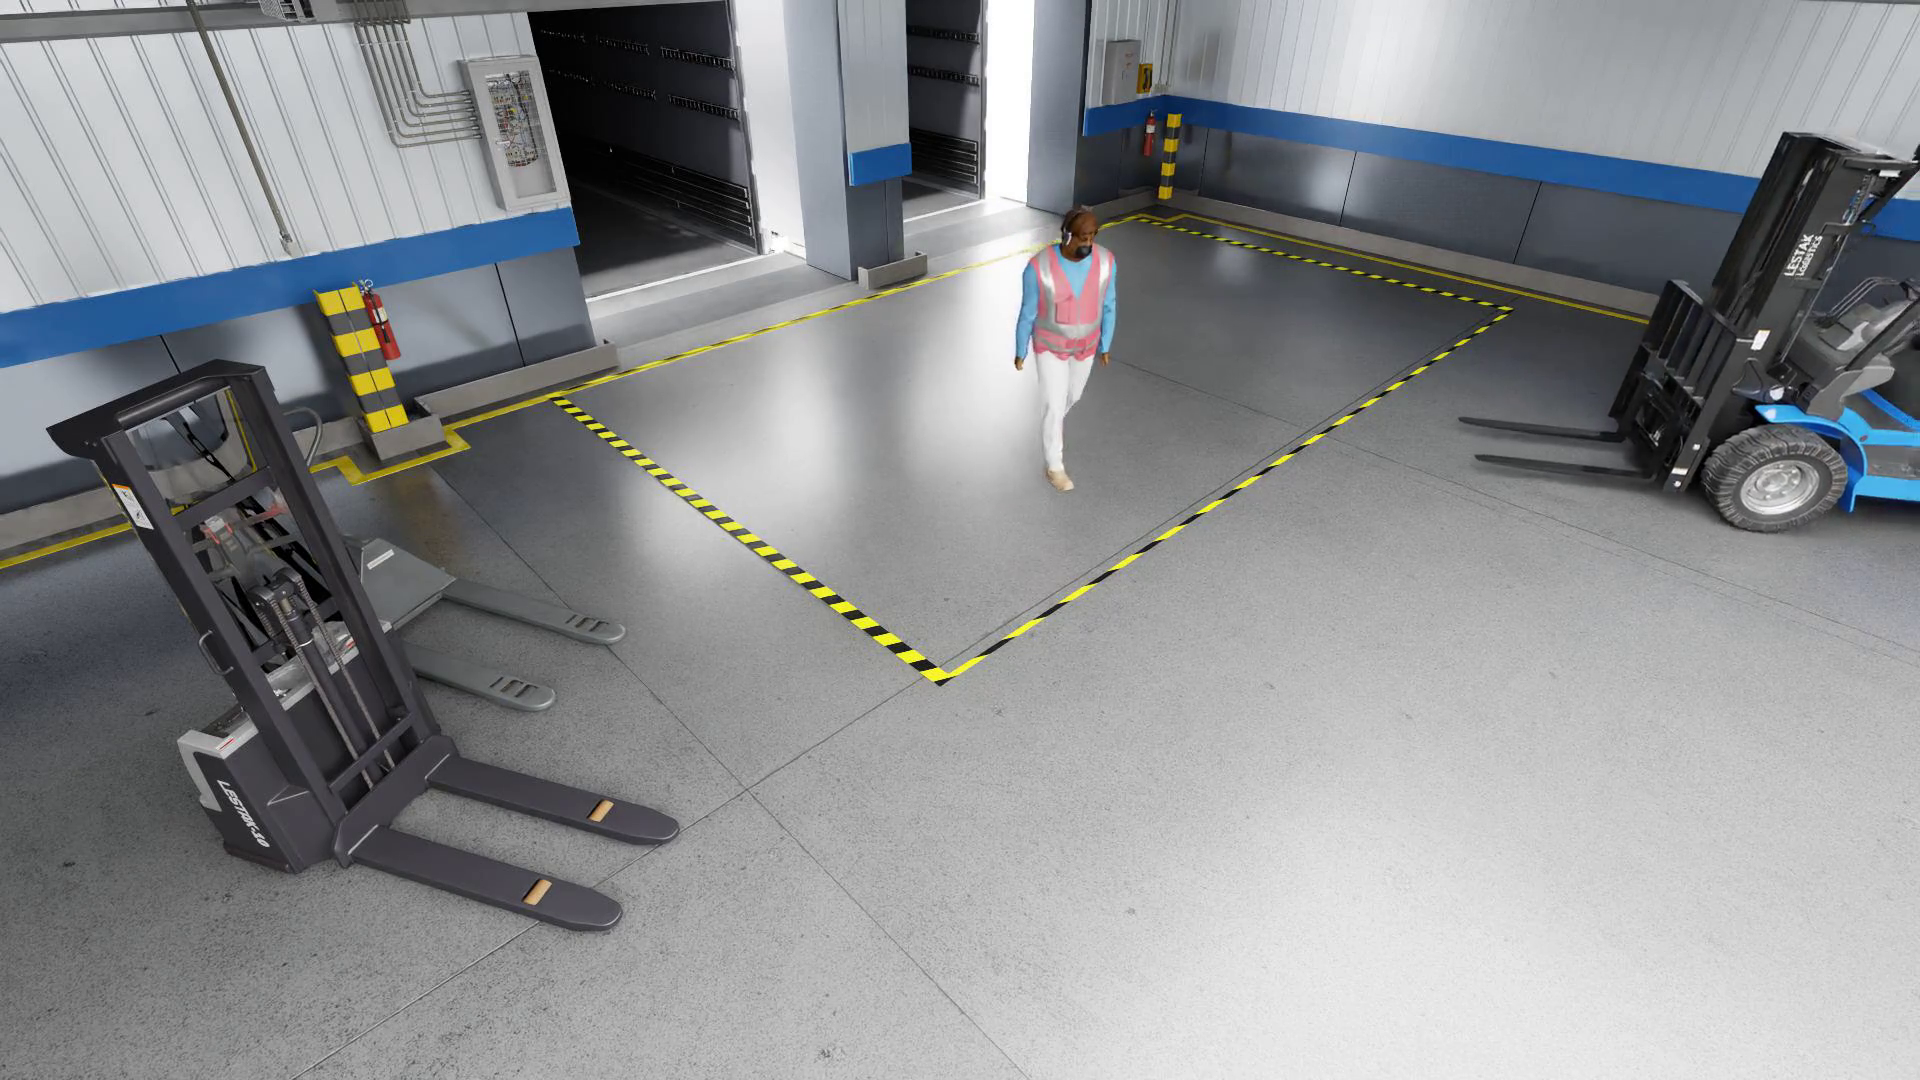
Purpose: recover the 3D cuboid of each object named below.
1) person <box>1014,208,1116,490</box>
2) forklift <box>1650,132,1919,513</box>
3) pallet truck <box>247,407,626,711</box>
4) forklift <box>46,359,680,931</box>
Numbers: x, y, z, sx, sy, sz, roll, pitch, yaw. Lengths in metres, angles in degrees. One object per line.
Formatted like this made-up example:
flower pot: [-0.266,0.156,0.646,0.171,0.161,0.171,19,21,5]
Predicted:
person: [0.676,-1.311,6.092,0.664,1.788,0.930,-8,35,-11]
forklift: [5.938,-1.241,5.484,2.680,2.036,1.157,8,35,12]
pallet truck: [-2.628,0.038,4.590,1.601,1.201,0.680,12,36,18]
forklift: [-2.135,0.422,3.354,1.885,1.965,0.823,10,35,14]
